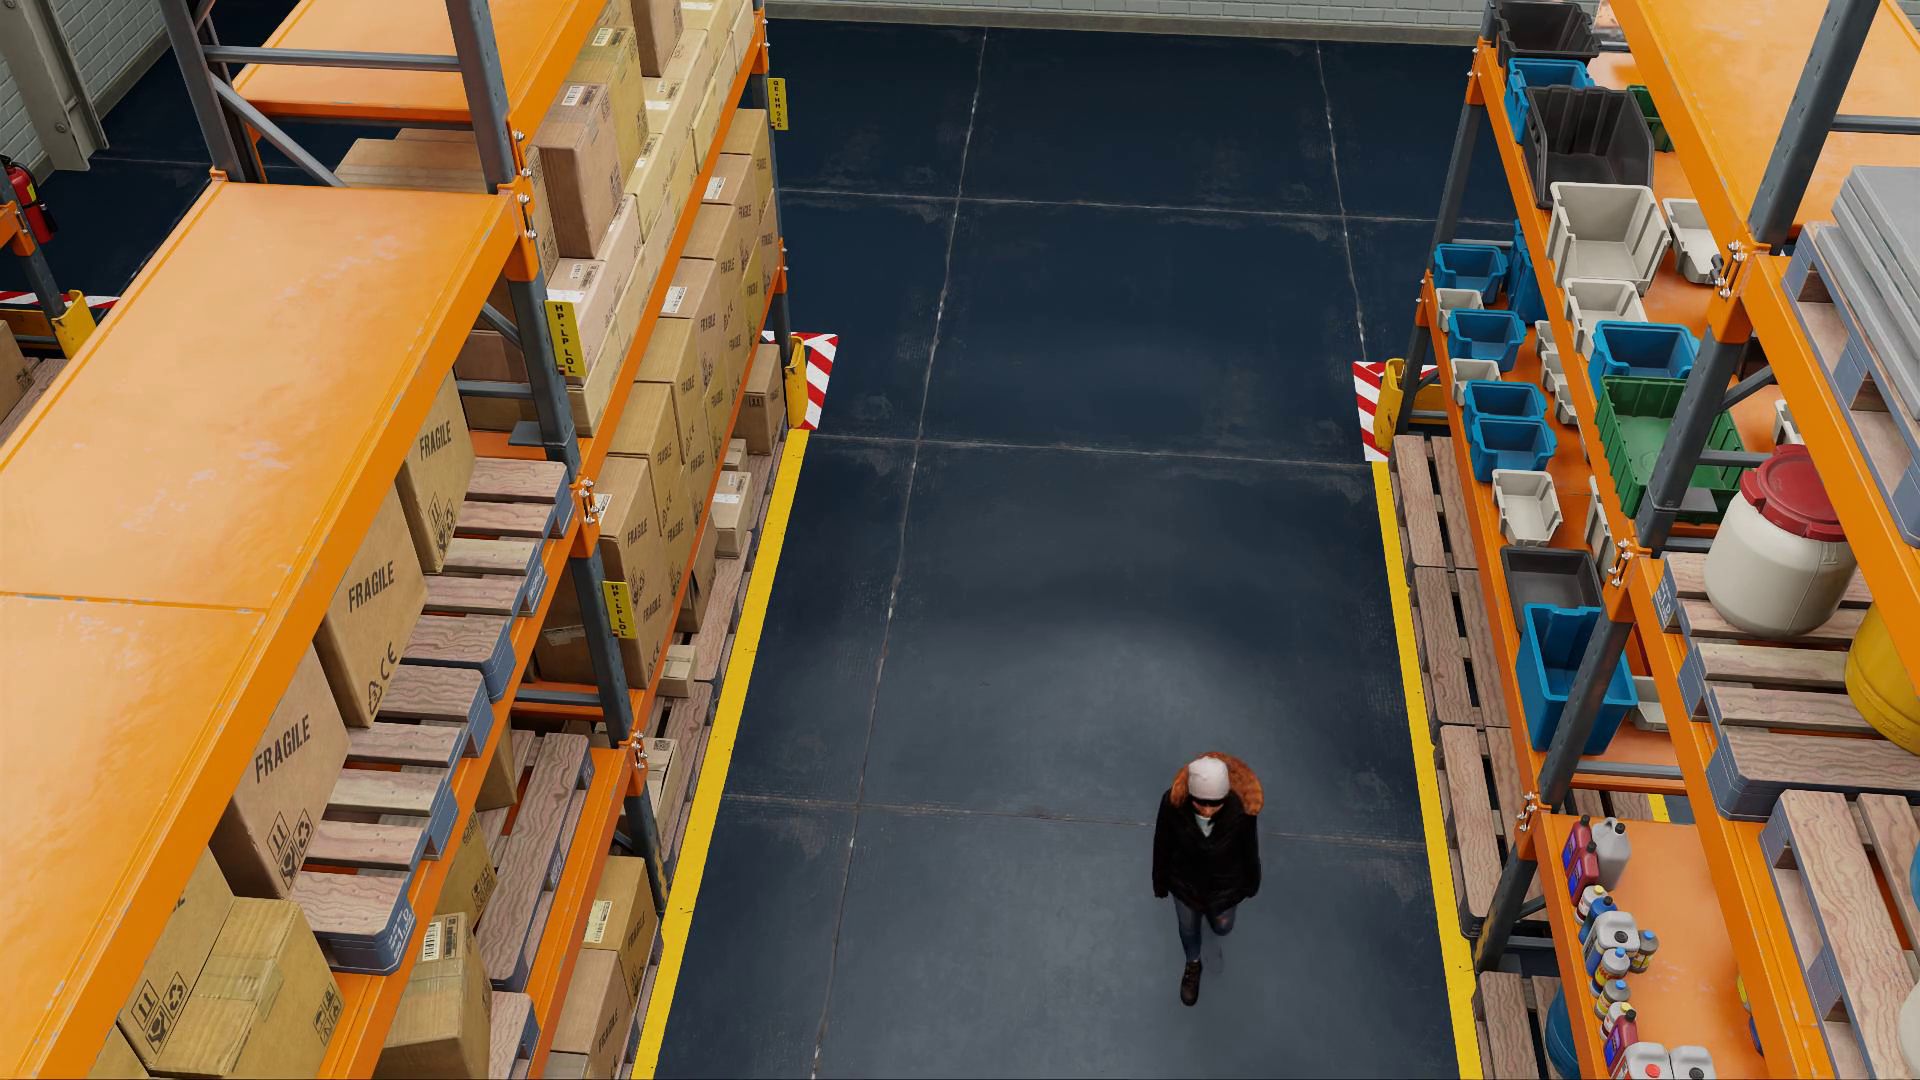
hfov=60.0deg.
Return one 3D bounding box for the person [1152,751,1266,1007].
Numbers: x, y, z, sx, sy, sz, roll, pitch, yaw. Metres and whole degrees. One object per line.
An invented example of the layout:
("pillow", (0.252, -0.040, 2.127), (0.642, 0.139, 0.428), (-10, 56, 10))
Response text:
("person", (1.110, 1.431, 7.490), (0.684, 1.619, 0.815), (4, 43, 4))
